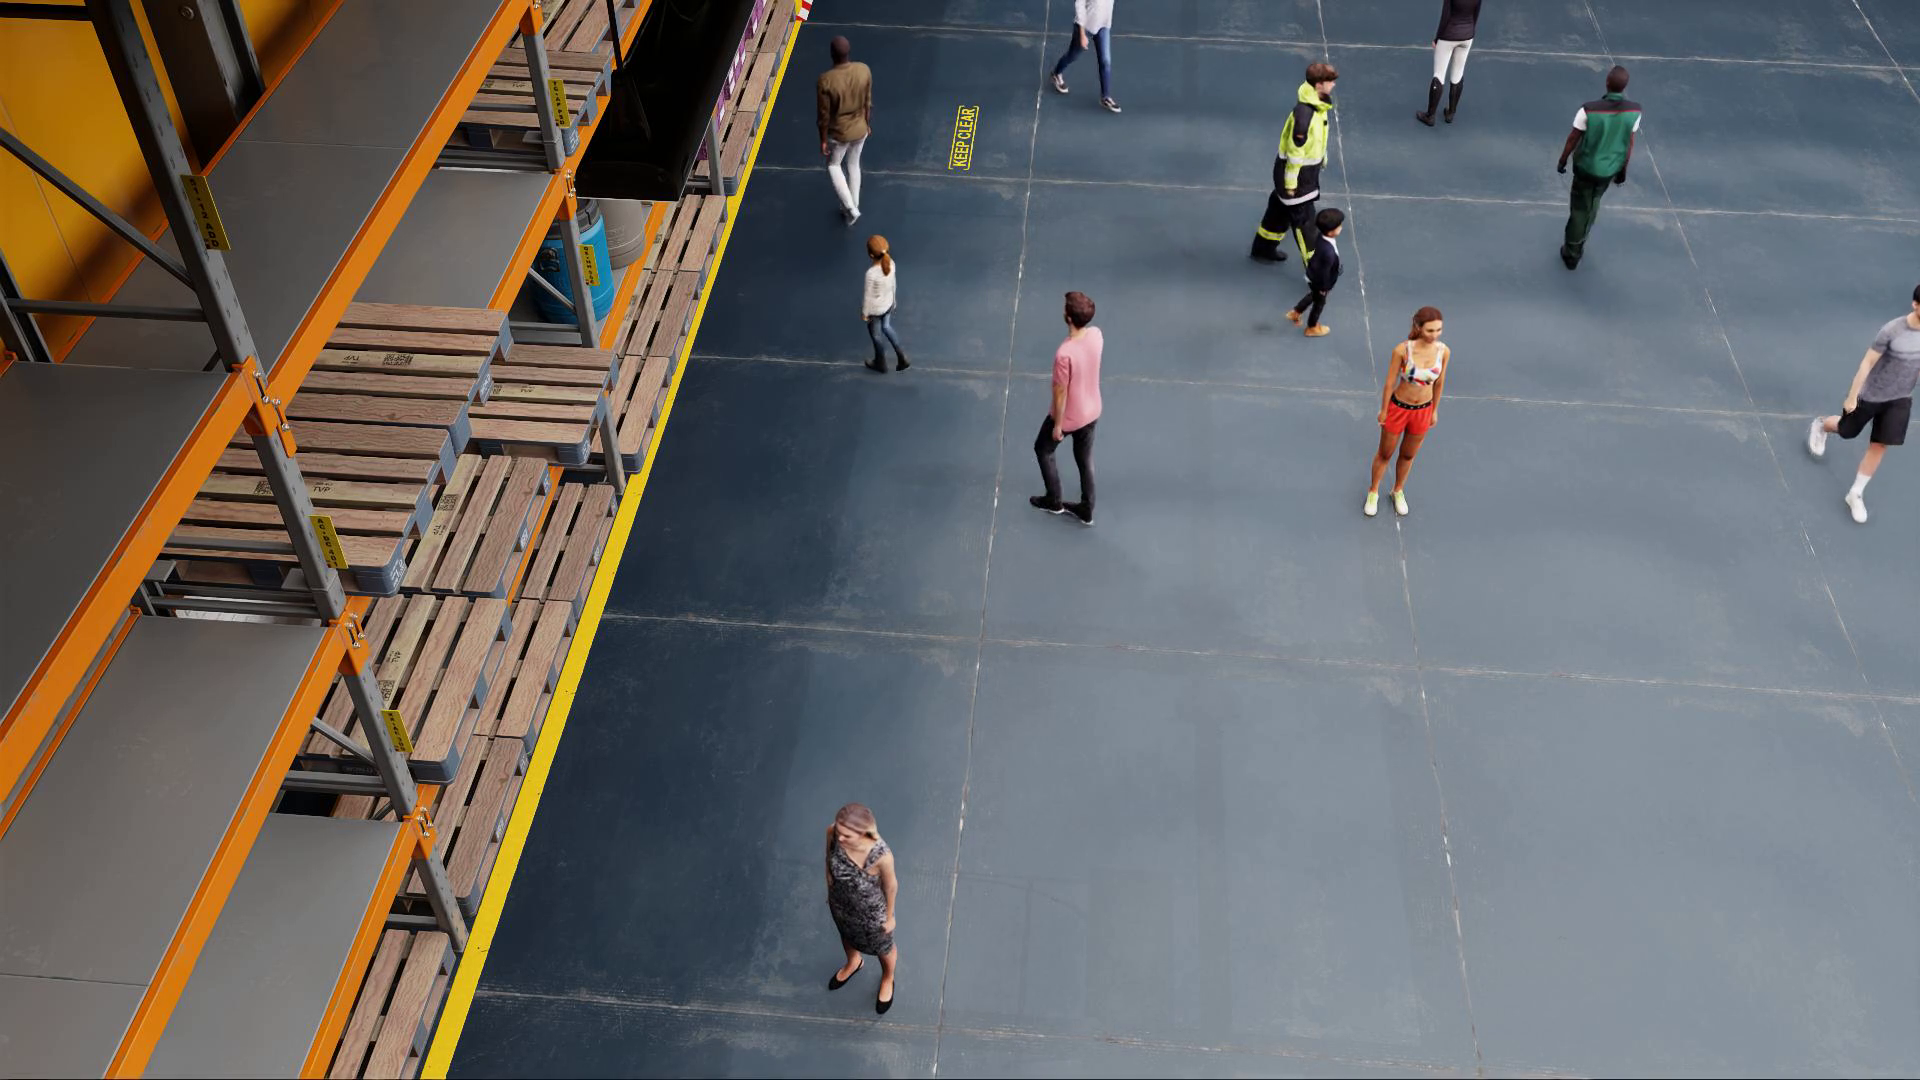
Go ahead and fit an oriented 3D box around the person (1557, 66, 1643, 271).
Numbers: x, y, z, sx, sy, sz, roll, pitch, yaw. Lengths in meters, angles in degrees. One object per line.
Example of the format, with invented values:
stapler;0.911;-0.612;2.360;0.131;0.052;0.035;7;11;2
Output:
person;5.446;-3.123;14.205;0.703;1.819;0.723;2;44;2

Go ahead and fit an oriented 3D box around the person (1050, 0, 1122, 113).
person;1.219;-5.118;16.394;1.075;1.690;1.192;-25;49;-24

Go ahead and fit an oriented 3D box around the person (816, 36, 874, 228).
person;-0.977;-3.558;14.671;0.924;1.806;0.983;-20;47;-20

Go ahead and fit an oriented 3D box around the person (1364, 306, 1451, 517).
person;3.213;-0.927;11.920;0.597;1.791;0.570;0;44;0

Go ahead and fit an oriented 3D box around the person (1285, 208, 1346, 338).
person;2.909;-2.195;13.666;0.618;1.219;0.580;-3;44;-4

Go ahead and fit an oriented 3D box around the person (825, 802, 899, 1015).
person;-0.515;1.947;8.969;0.642;1.702;0.632;22;48;22

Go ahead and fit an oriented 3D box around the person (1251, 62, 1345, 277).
person;2.802;-3.157;14.151;1.045;1.943;1.142;16;46;16

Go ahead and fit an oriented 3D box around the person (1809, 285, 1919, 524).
person;6.665;-1.136;12.110;0.688;1.831;1.199;3;44;3

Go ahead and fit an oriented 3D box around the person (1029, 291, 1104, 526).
person;0.874;-0.857;11.740;0.909;1.938;0.848;33;52;29

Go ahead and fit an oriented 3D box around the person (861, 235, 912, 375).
person;-0.592;-1.824;13.213;0.741;1.306;0.715;30;51;28

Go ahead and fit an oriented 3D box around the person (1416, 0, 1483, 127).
person;4.773;-4.825;16.057;0.630;1.729;0.645;-9;44;-9
